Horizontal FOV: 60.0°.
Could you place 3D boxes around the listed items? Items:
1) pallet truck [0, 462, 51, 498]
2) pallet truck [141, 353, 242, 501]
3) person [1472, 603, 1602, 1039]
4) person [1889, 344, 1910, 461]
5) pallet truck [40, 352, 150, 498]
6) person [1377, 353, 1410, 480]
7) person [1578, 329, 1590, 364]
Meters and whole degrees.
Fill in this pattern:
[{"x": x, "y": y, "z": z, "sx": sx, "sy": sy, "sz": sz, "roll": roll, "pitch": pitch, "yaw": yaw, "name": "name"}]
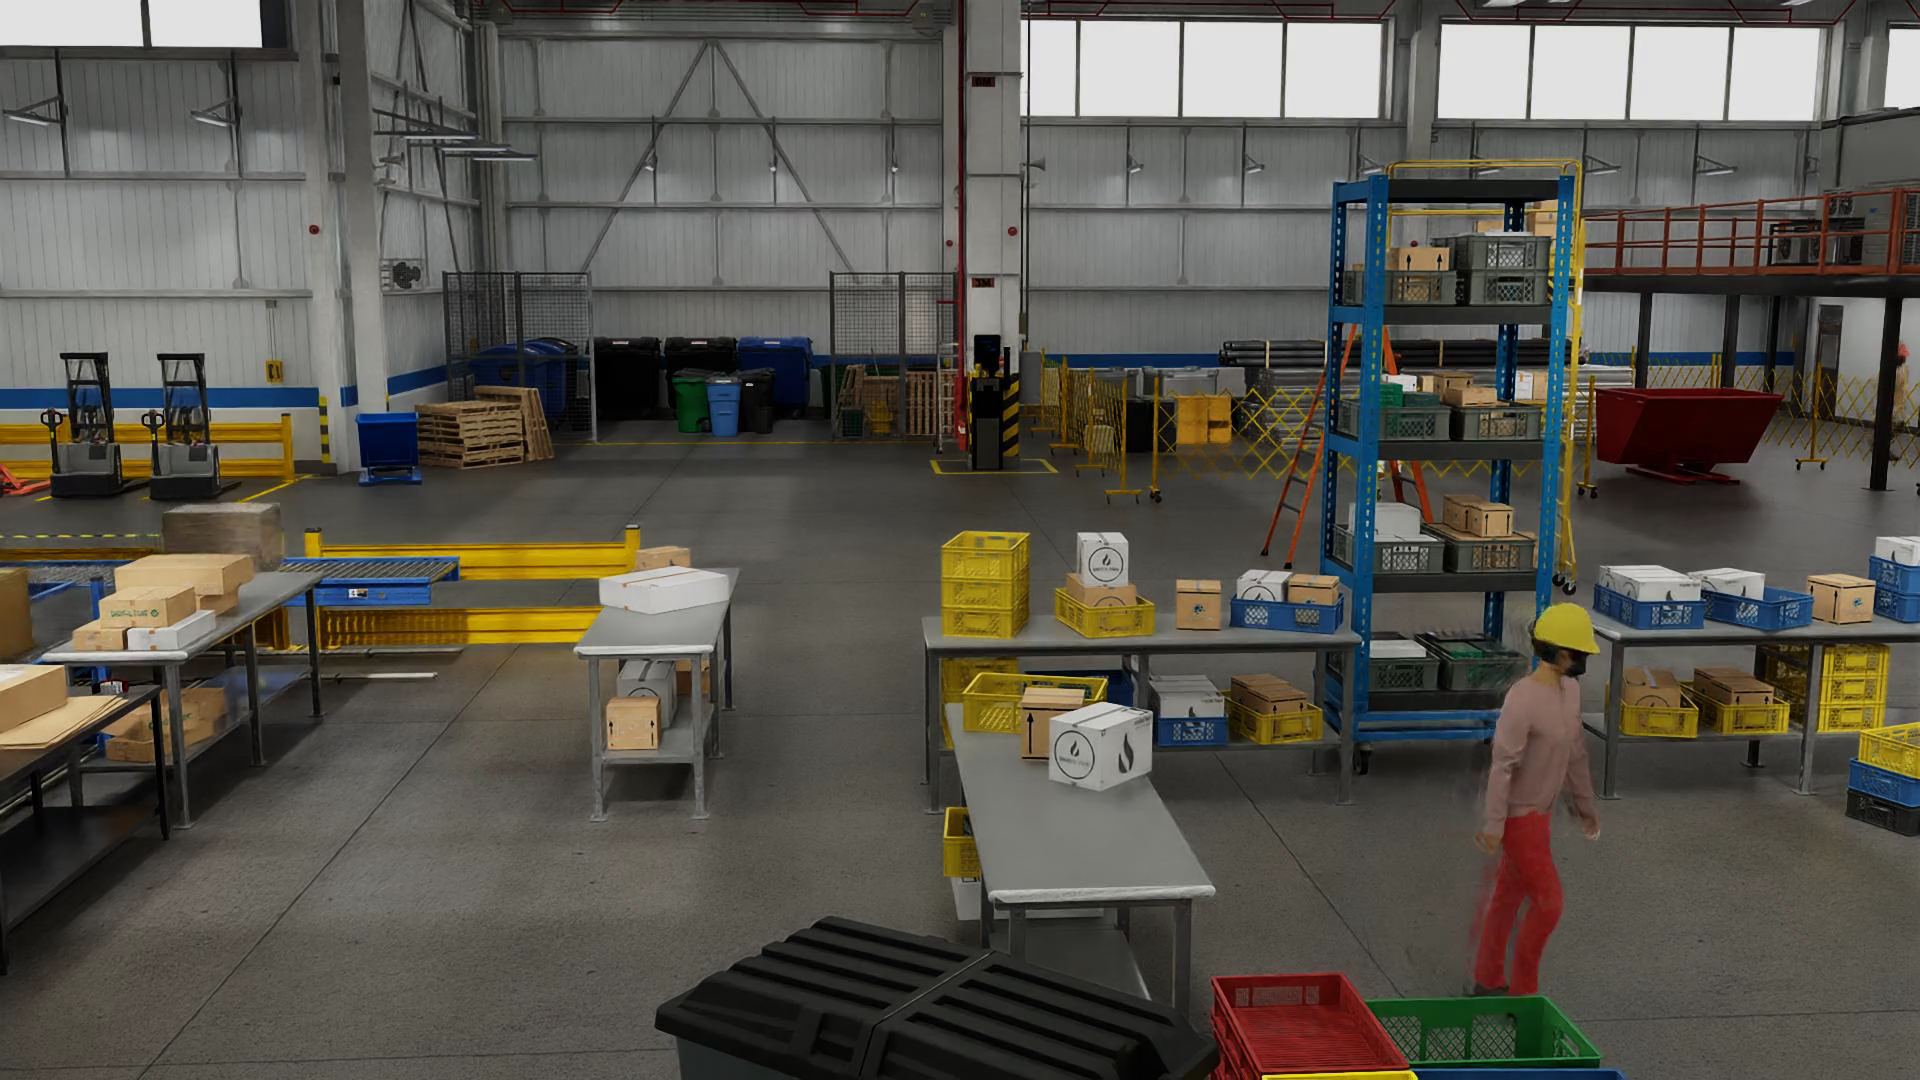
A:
[{"x": -13.193, "y": -1.293, "z": 23.148, "sx": 0.653, "sy": 1.274, "sz": 1.630, "roll": -1, "pitch": 9, "yaw": -4, "name": "pallet truck"}, {"x": -10.520, "y": -1.604, "z": 22.925, "sx": 0.823, "sy": 1.965, "sz": 1.885, "roll": -1, "pitch": 9, "yaw": -6, "name": "pallet truck"}, {"x": 2.351, "y": 1.105, "z": 6.688, "sx": 0.587, "sy": 1.739, "sz": 0.538, "roll": 8, "pitch": 12, "yaw": 40, "name": "person"}, {"x": 15.320, "y": -2.256, "z": 27.262, "sx": 0.562, "sy": 1.918, "sz": 0.426, "roll": -4, "pitch": 10, "yaw": -23, "name": "person"}, {"x": -11.907, "y": -1.642, "z": 23.165, "sx": 0.823, "sy": 1.965, "sz": 1.885, "roll": 0, "pitch": 9, "yaw": 0, "name": "pallet truck"}, {"x": 6.401, "y": -1.814, "z": 24.597, "sx": 0.585, "sy": 1.883, "sz": 0.340, "roll": -1, "pitch": 9, "yaw": -4, "name": "person"}, {"x": 12.965, "y": -3.496, "z": 35.021, "sx": 0.594, "sy": 1.925, "sz": 0.376, "roll": -1, "pitch": 9, "yaw": -4, "name": "person"}]
